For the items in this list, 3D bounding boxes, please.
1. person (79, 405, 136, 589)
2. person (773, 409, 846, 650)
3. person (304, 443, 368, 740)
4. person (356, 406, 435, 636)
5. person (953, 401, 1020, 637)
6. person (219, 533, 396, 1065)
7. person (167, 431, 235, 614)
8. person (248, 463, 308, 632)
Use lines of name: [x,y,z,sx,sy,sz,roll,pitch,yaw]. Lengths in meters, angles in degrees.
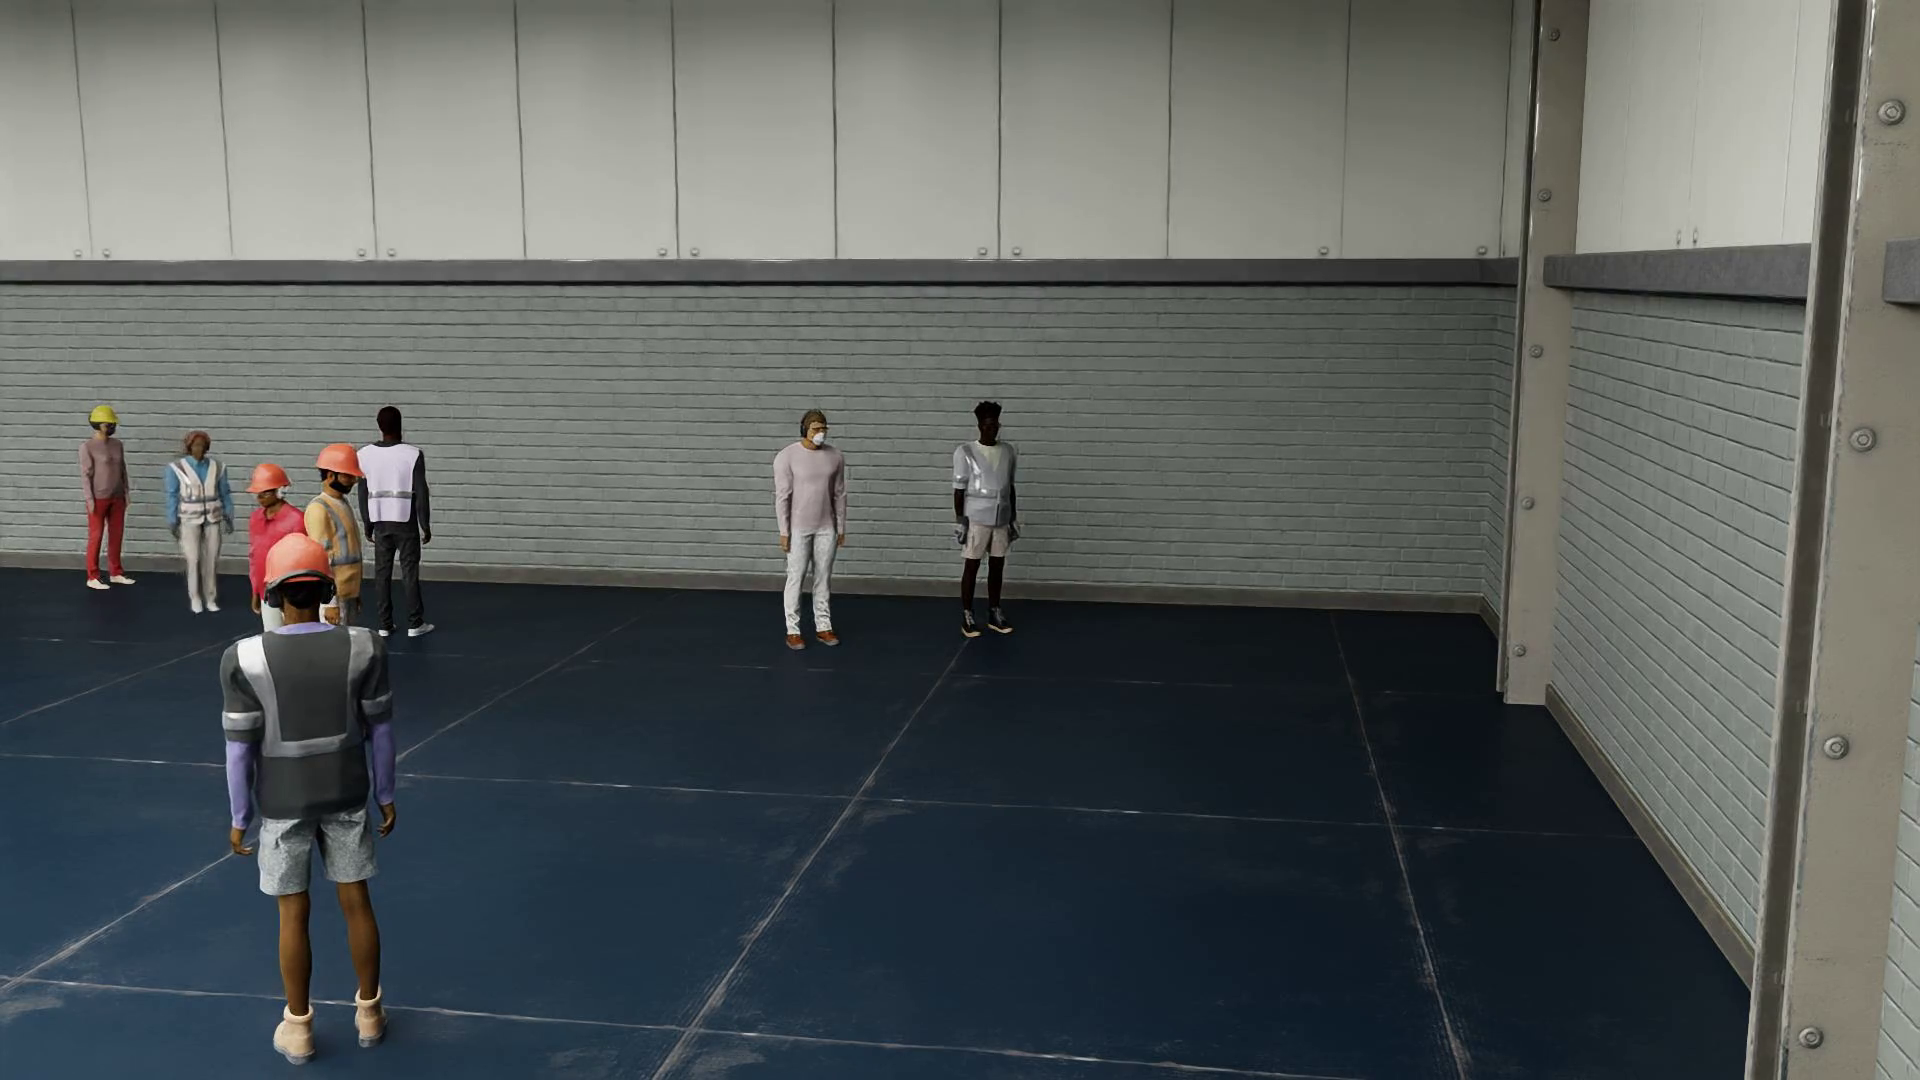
person: [-8.153,-0.409,15.904,0.347,1.762,0.525,3,10,17]
person: [-1.196,-0.090,13.398,0.631,1.934,0.370,-6,11,-32]
person: [-4.001,0.334,10.772,0.365,1.932,0.543,-1,9,-5]
person: [-4.680,-0.148,13.780,0.591,1.922,0.392,1,9,4]
person: [0.227,-0.182,13.845,0.614,1.963,0.361,-5,11,-30]
person: [-2.500,0.985,6.418,0.616,2.039,0.386,-5,11,-31]
person: [-6.674,-0.152,14.680,0.538,1.623,0.432,-9,13,-43]
person: [-4.628,0.341,11.316,0.567,1.741,0.353,5,10,27]
